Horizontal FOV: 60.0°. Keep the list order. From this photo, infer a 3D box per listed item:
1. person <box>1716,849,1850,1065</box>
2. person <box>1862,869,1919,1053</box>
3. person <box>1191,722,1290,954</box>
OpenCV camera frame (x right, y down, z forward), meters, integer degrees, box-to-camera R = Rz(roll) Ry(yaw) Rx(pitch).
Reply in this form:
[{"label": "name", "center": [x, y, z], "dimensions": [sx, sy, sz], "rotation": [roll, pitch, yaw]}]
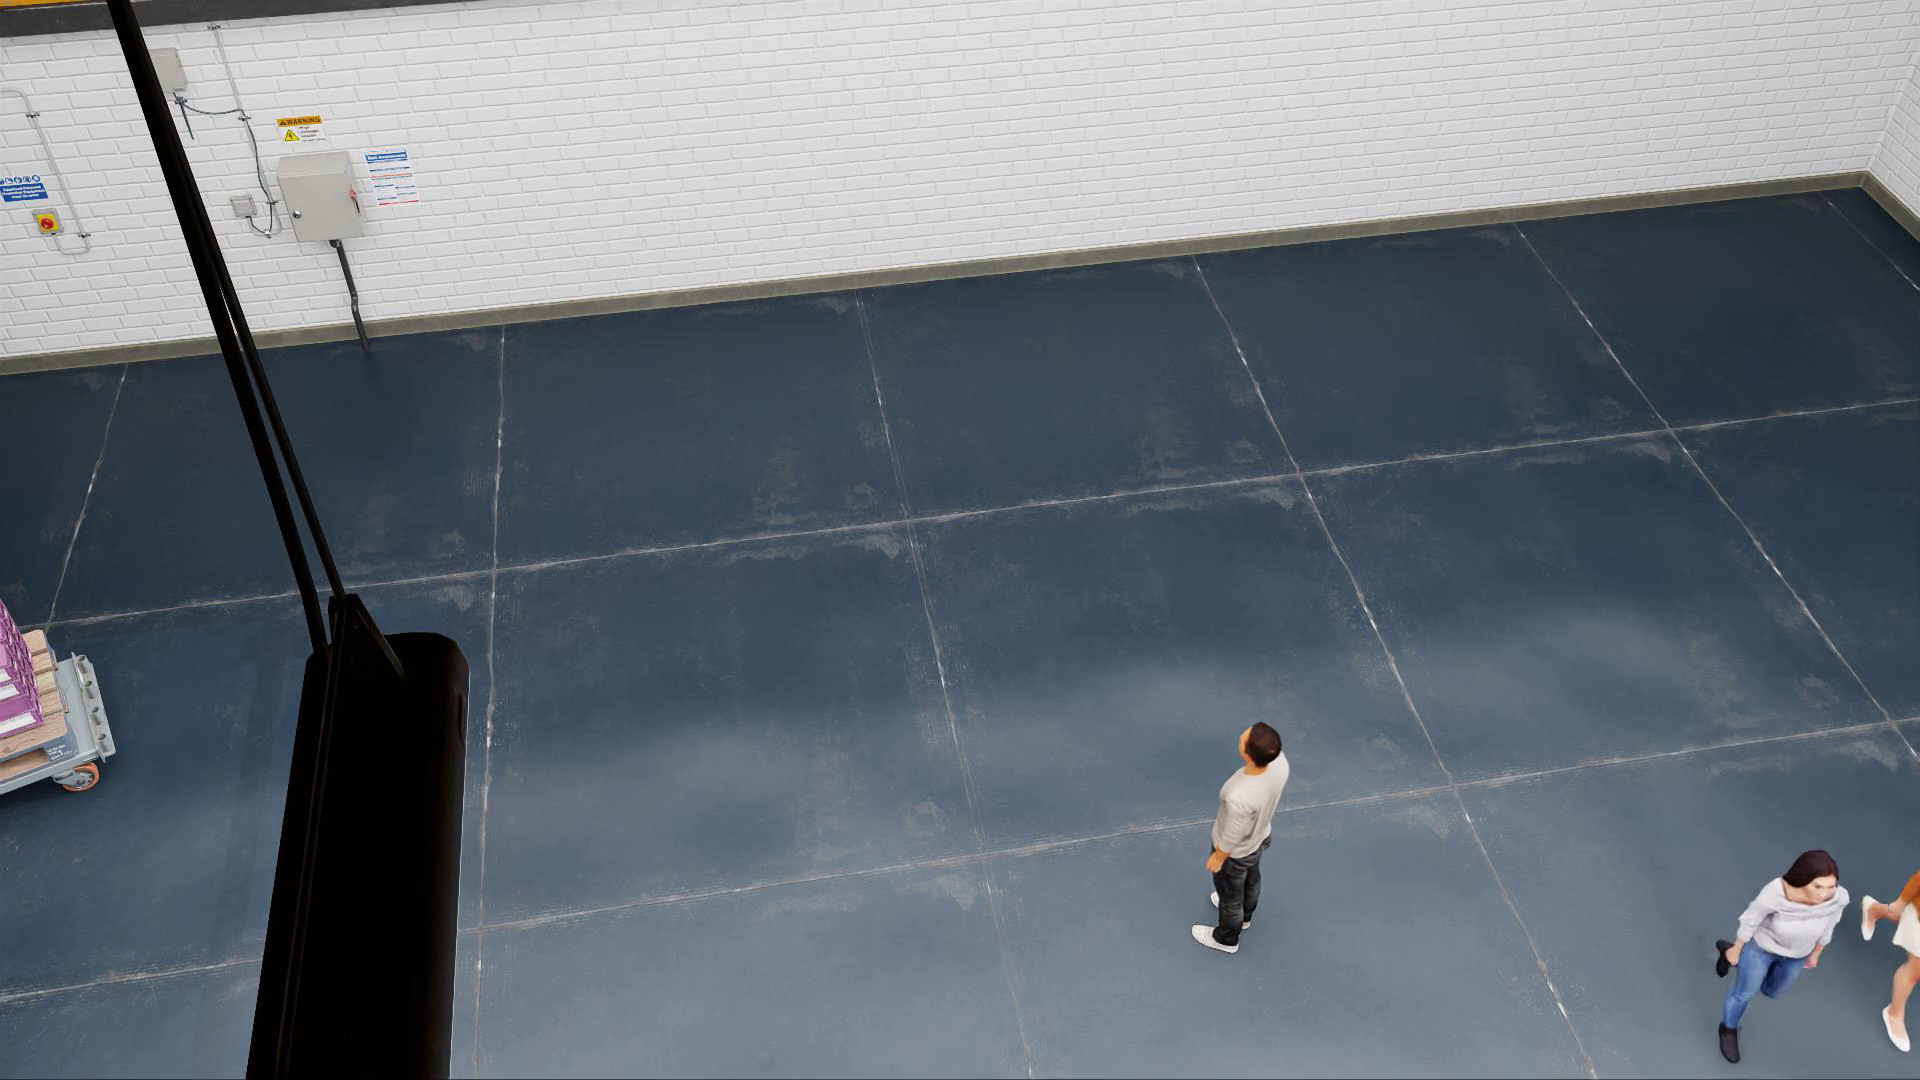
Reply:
[{"label": "person", "center": [4.213, 2.069, 8.667], "dimensions": [0.721, 1.617, 0.901], "rotation": [2, 44, 2]}, {"label": "person", "center": [5.150, 1.890, 8.806], "dimensions": [0.702, 1.683, 1.125], "rotation": [-2, 44, -2]}, {"label": "person", "center": [1.543, 1.610, 9.006], "dimensions": [0.773, 1.812, 0.722], "rotation": [28, 50, 26]}]
